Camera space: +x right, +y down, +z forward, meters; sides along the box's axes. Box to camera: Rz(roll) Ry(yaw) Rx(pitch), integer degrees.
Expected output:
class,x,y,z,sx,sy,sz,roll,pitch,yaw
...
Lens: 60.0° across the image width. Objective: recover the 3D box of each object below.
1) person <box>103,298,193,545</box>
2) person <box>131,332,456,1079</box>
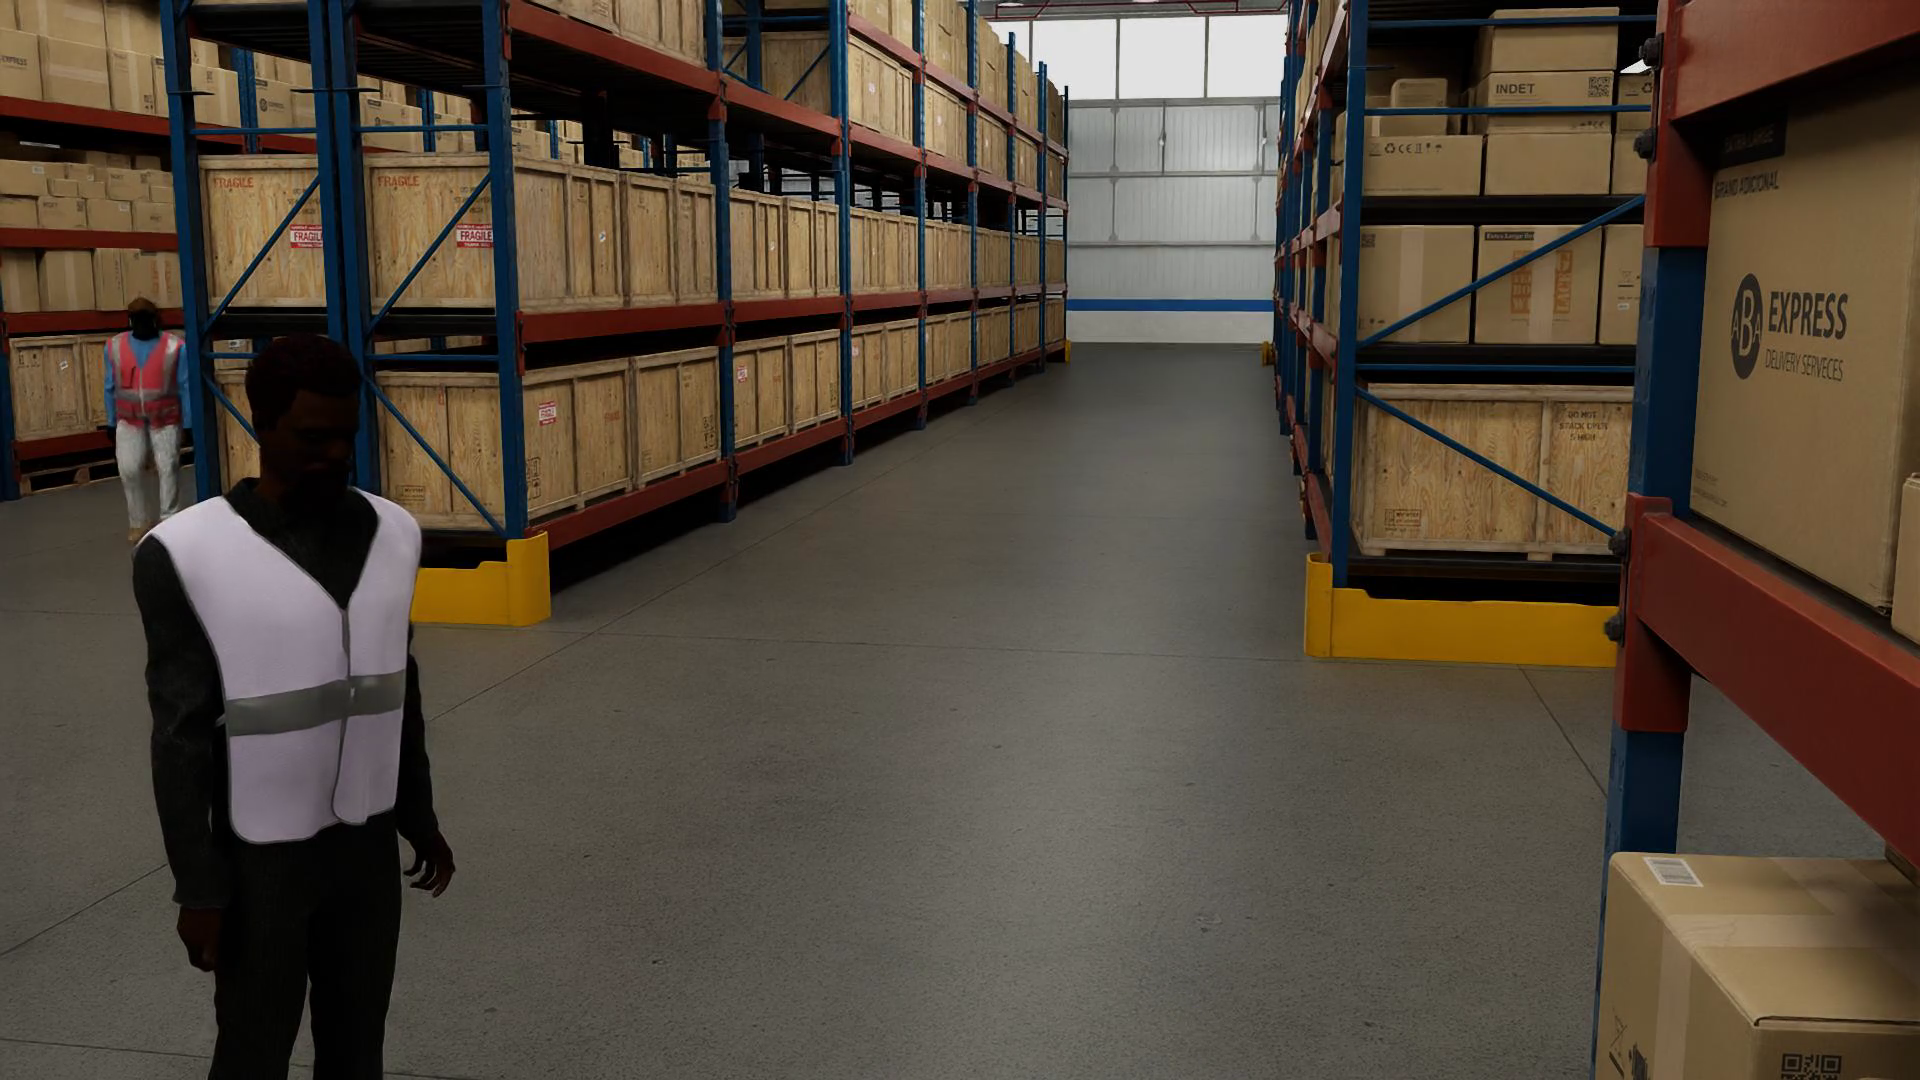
class,x,y,z,sx,sy,sz,roll,pitch,yaw
person,-5.992,-0.860,12.274,0.653,1.825,0.633,-2,9,-13
person,-1.245,0.565,3.172,0.390,1.914,0.587,5,11,30
